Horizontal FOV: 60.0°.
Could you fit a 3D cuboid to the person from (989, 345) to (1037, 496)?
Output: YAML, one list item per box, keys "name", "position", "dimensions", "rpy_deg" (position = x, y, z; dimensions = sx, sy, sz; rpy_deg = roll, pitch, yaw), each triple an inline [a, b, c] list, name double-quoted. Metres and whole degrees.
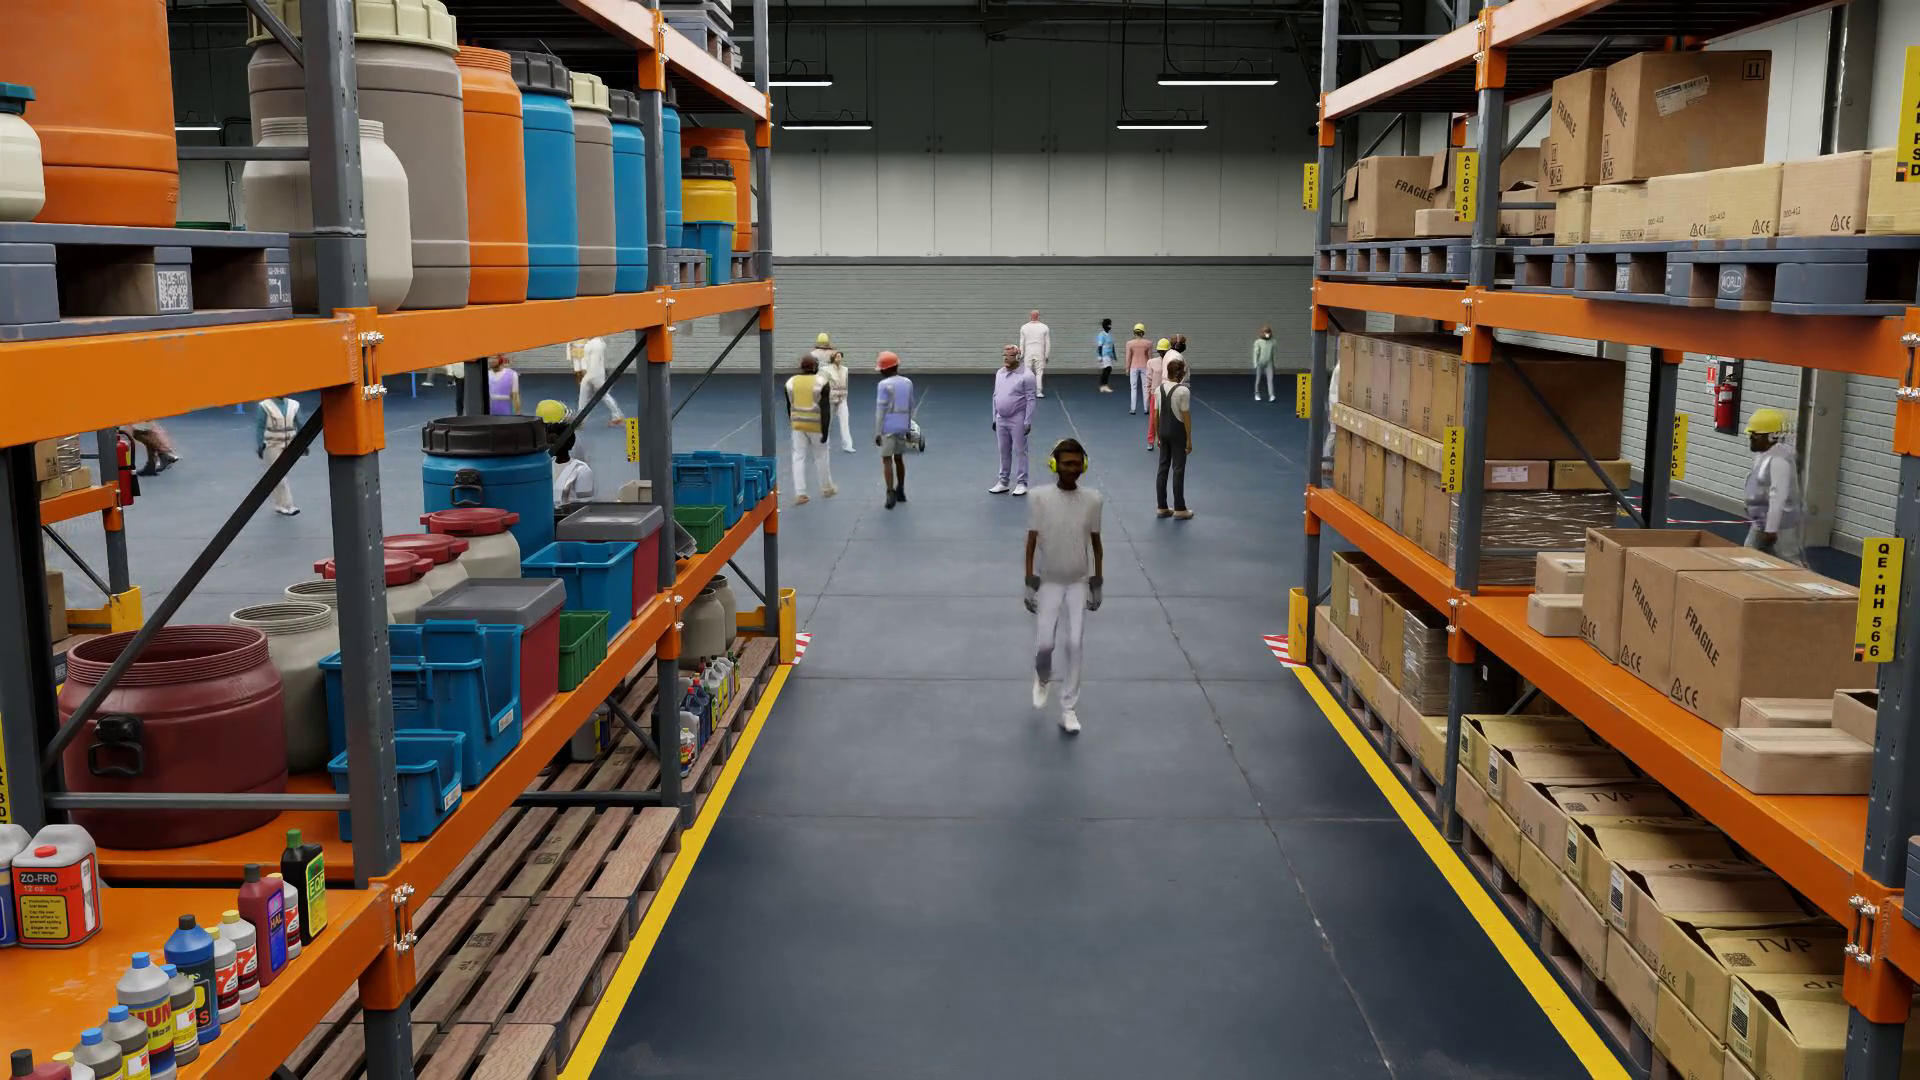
- name: "person"
  position: [0.654, -1.533, 21.227]
  dimensions: [0.638, 1.911, 0.406]
  rpy_deg: [8, 12, 39]

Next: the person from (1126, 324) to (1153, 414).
- name: "person"
  position: [3.493, -3.336, 32.464]
  dimensions: [0.524, 1.764, 0.329]
  rpy_deg: [0, 9, 0]

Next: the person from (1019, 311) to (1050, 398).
- name: "person"
  position: [1.626, -4.053, 36.367]
  dimensions: [0.685, 1.899, 0.406]
  rpy_deg: [0, 9, -2]

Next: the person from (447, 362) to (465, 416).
- name: "person"
  position: [-8.964, -3.034, 30.099]
  dimensions: [0.624, 1.955, 1.019]
  rpy_deg: [-4, 10, -25]

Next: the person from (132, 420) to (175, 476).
- name: "person"
  position: [-11.300, -1.853, 23.119]
  dimensions: [0.510, 1.913, 0.545]
  rpy_deg: [-2, 10, -11]

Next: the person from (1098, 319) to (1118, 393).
- name: "person"
  position: [3.376, -4.182, 37.766]
  dimensions: [0.454, 1.687, 0.567]
  rpy_deg: [5, 11, 27]

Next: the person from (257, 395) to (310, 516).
- name: "person"
  position: [-7.828, -1.072, 19.343]
  dimensions: [0.807, 1.598, 0.545]
  rpy_deg: [8, 12, 39]

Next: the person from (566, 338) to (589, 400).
- name: "person"
  position: [-8.122, -3.906, 35.452]
  dimensions: [0.566, 1.899, 0.896]
  rpy_deg: [0, 9, 2]

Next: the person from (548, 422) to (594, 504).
- name: "person"
  position: [-3.140, -0.090, 13.208]
  dimensions: [0.531, 1.698, 0.320]
  rpy_deg: [5, 11, 28]

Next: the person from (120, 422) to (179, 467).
- name: "person"
  position: [-11.832, -1.957, 23.939]
  dimensions: [1.006, 1.860, 0.663]
  rpy_deg: [-4, 10, -25]

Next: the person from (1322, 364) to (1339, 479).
- name: "person"
  position: [5.350, -1.786, 22.733]
  dimensions: [0.840, 1.915, 0.636]
  rpy_deg: [3, 10, 16]

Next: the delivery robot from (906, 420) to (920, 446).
- name: "delivery robot"
  position: [-0.836, -1.742, 26.369]
  dimensions: [0.477, 0.478, 0.707]
  rpy_deg: [-1, 10, -7]

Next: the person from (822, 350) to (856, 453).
- name: "person"
  position: [-1.972, -2.190, 26.126]
  dimensions: [0.522, 1.603, 0.877]
  rpy_deg: [-7, 12, -35]

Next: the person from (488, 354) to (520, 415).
- name: "person"
  position: [-6.076, -1.625, 21.984]
  dimensions: [0.596, 1.832, 0.442]
  rpy_deg: [4, 10, 21]

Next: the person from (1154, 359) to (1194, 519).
- name: "person"
  position: [2.479, -1.176, 19.291]
  dimensions: [0.504, 1.840, 0.345]
  rpy_deg: [9, 13, 44]

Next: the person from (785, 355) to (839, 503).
- name: "person"
  position: [-1.826, -1.393, 20.664]
  dimensions: [0.631, 1.808, 0.824]
  rpy_deg: [3, 10, 18]

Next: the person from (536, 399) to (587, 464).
- name: "person"
  position: [-3.363, -0.295, 14.110]
  dimensions: [0.445, 1.802, 0.630]
  rpy_deg: [1, 9, 3]

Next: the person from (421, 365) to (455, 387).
- name: "person"
  position: [-12.435, -4.600, 39.717]
  dimensions: [1.005, 1.876, 0.594]
  rpy_deg: [4, 10, 24]

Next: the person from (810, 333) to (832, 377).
- name: "person"
  position: [-2.436, -2.828, 29.608]
  dimensions: [0.491, 1.698, 0.918]
  rpy_deg: [-3, 10, -19]

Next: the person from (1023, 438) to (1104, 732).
- name: "person"
  position: [0.655, 0.265, 10.594]
  dimensions: [0.536, 1.860, 0.509]
  rpy_deg: [-1, 10, -8]

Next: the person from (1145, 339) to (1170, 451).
- name: "person"
  position: [3.184, -2.290, 26.211]
  dimensions: [0.524, 1.760, 0.327]
  rpy_deg: [0, 9, 2]

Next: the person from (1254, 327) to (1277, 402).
- name: "person"
  position: [6.494, -3.743, 35.427]
  dimensions: [0.525, 1.583, 0.872]
  rpy_deg: [-1, 10, -9]

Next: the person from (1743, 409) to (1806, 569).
- name: "person"
  position: [6.618, -0.172, 13.486]
  dimensions: [0.950, 1.779, 0.632]
  rpy_deg: [2, 10, 10]

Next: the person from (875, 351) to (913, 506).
- name: "person"
  position: [-0.822, -1.372, 20.349]
  dimensions: [0.619, 1.886, 0.704]
  rpy_deg: [-9, 13, -42]

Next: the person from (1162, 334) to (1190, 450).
- name: "person"
  position: [3.353, -2.268, 25.826]
  dimensions: [0.430, 1.845, 0.624]
  rpy_deg: [-1, 10, -8]

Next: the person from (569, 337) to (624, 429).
- name: "person"
  position: [-6.509, -2.928, 29.636]
  dimensions: [1.014, 1.897, 0.630]
  rpy_deg: [-6, 11, -34]
